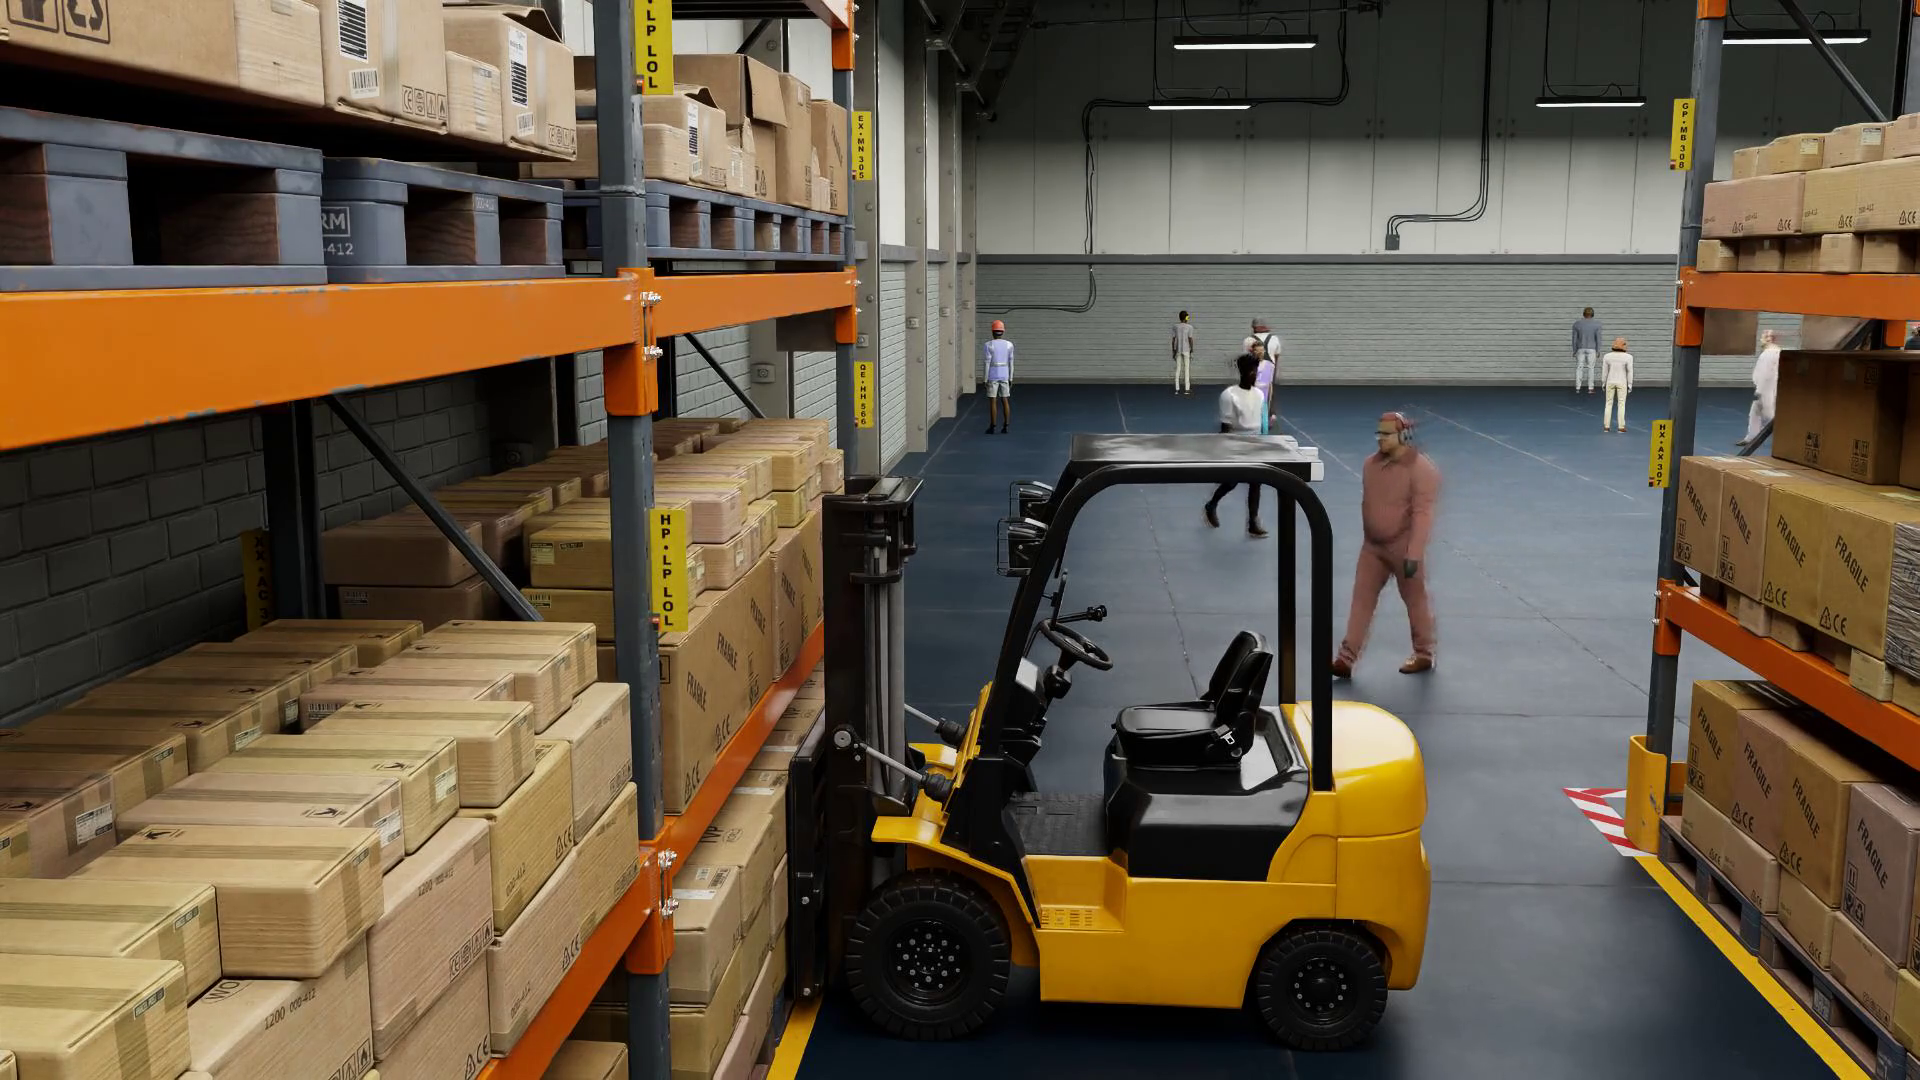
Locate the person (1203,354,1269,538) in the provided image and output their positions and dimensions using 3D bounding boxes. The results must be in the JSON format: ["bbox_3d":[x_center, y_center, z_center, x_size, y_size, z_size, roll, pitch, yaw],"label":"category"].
[{"bbox_3d":[2.964,-1.014,17.668,0.616,1.945,0.823,-6,11,-31],"label":"person"}]

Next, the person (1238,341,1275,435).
[{"bbox_3d":[4.210,-1.911,23.546,0.568,1.798,0.953,-1,9,-7],"label":"person"}]

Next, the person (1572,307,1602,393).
[{"bbox_3d":[14.090,-4.266,37.402,0.630,1.940,0.372,5,11,29],"label":"person"}]

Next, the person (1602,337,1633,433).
[{"bbox_3d":[11.304,-2.664,28.614,0.508,1.632,0.265,7,12,36],"label":"person"}]

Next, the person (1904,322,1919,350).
[{"bbox_3d":[16.605,-2.915,29.115,0.654,1.964,0.837,-5,10,-26],"label":"person"}]

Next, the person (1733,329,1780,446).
[{"bbox_3d":[12.731,-2.369,26.109,0.883,1.880,0.638,5,11,29],"label":"person"}]

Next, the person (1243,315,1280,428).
[{"bbox_3d":[5.321,-2.997,29.401,0.682,2.000,0.944,-1,9,-6],"label":"person"}]

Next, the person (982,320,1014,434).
[{"bbox_3d":[0.634,-2.766,28.317,0.552,1.935,0.367,-4,10,-22],"label":"person"}]

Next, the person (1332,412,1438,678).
[{"bbox_3d":[2.960,0.048,11.508,0.984,1.849,0.671,-6,11,-34],"label":"person"}]

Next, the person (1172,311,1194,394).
[{"bbox_3d":[4.994,-4.199,37.225,0.511,1.865,0.329,5,11,28],"label":"person"}]
